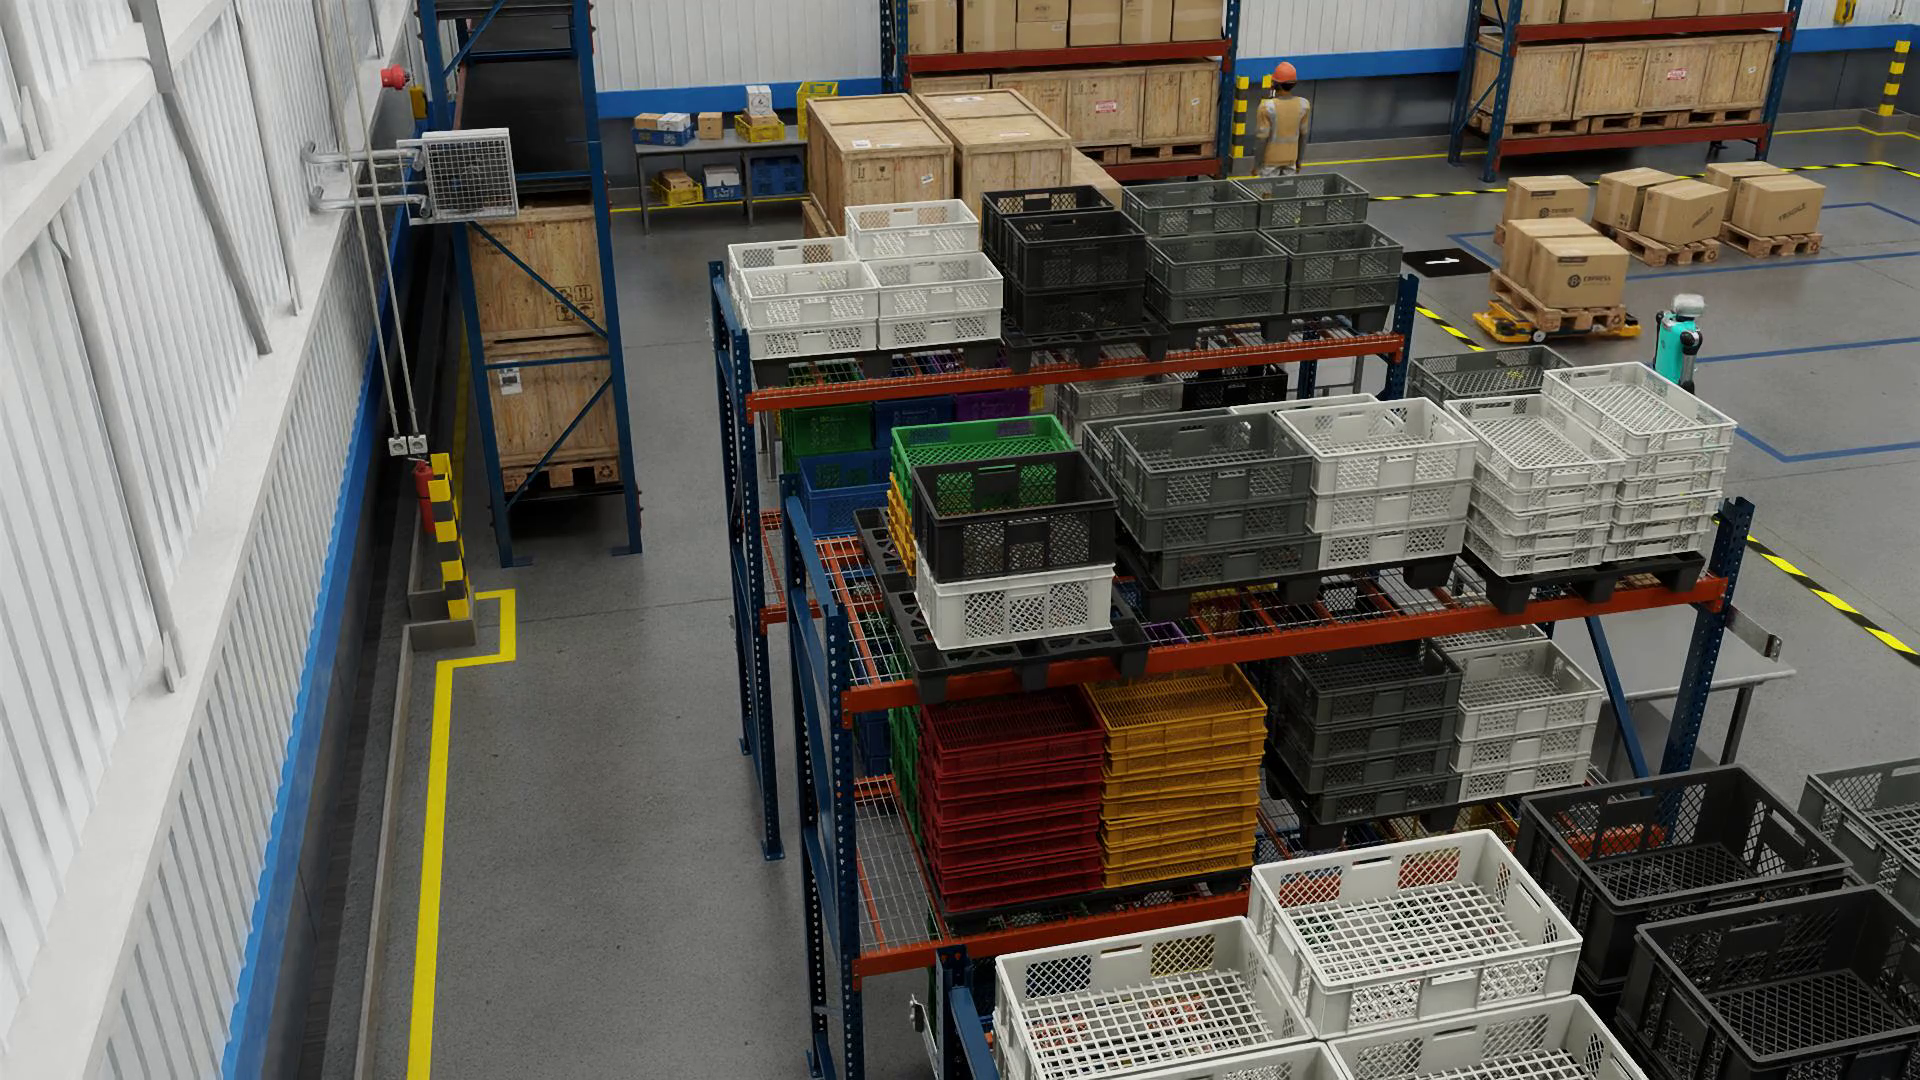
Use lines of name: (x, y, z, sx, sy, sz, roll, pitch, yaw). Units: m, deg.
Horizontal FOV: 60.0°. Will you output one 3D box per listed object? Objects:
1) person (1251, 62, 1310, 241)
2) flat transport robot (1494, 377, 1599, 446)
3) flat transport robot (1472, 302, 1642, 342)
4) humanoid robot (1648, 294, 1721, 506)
person: (3.432, -4.119, 17.956, 0.607, 2.048, 0.365, -9, 29, -16)
flat transport robot: (4.780, -1.036, 14.013, 0.659, 0.231, 1.431, -6, 28, -12)
flat transport robot: (5.774, -2.150, 16.096, 1.431, 0.197, 0.652, -4, 28, -7)
humanoid robot: (5.404, -0.999, 12.228, 0.735, 1.672, 0.533, -2, 28, -3)
